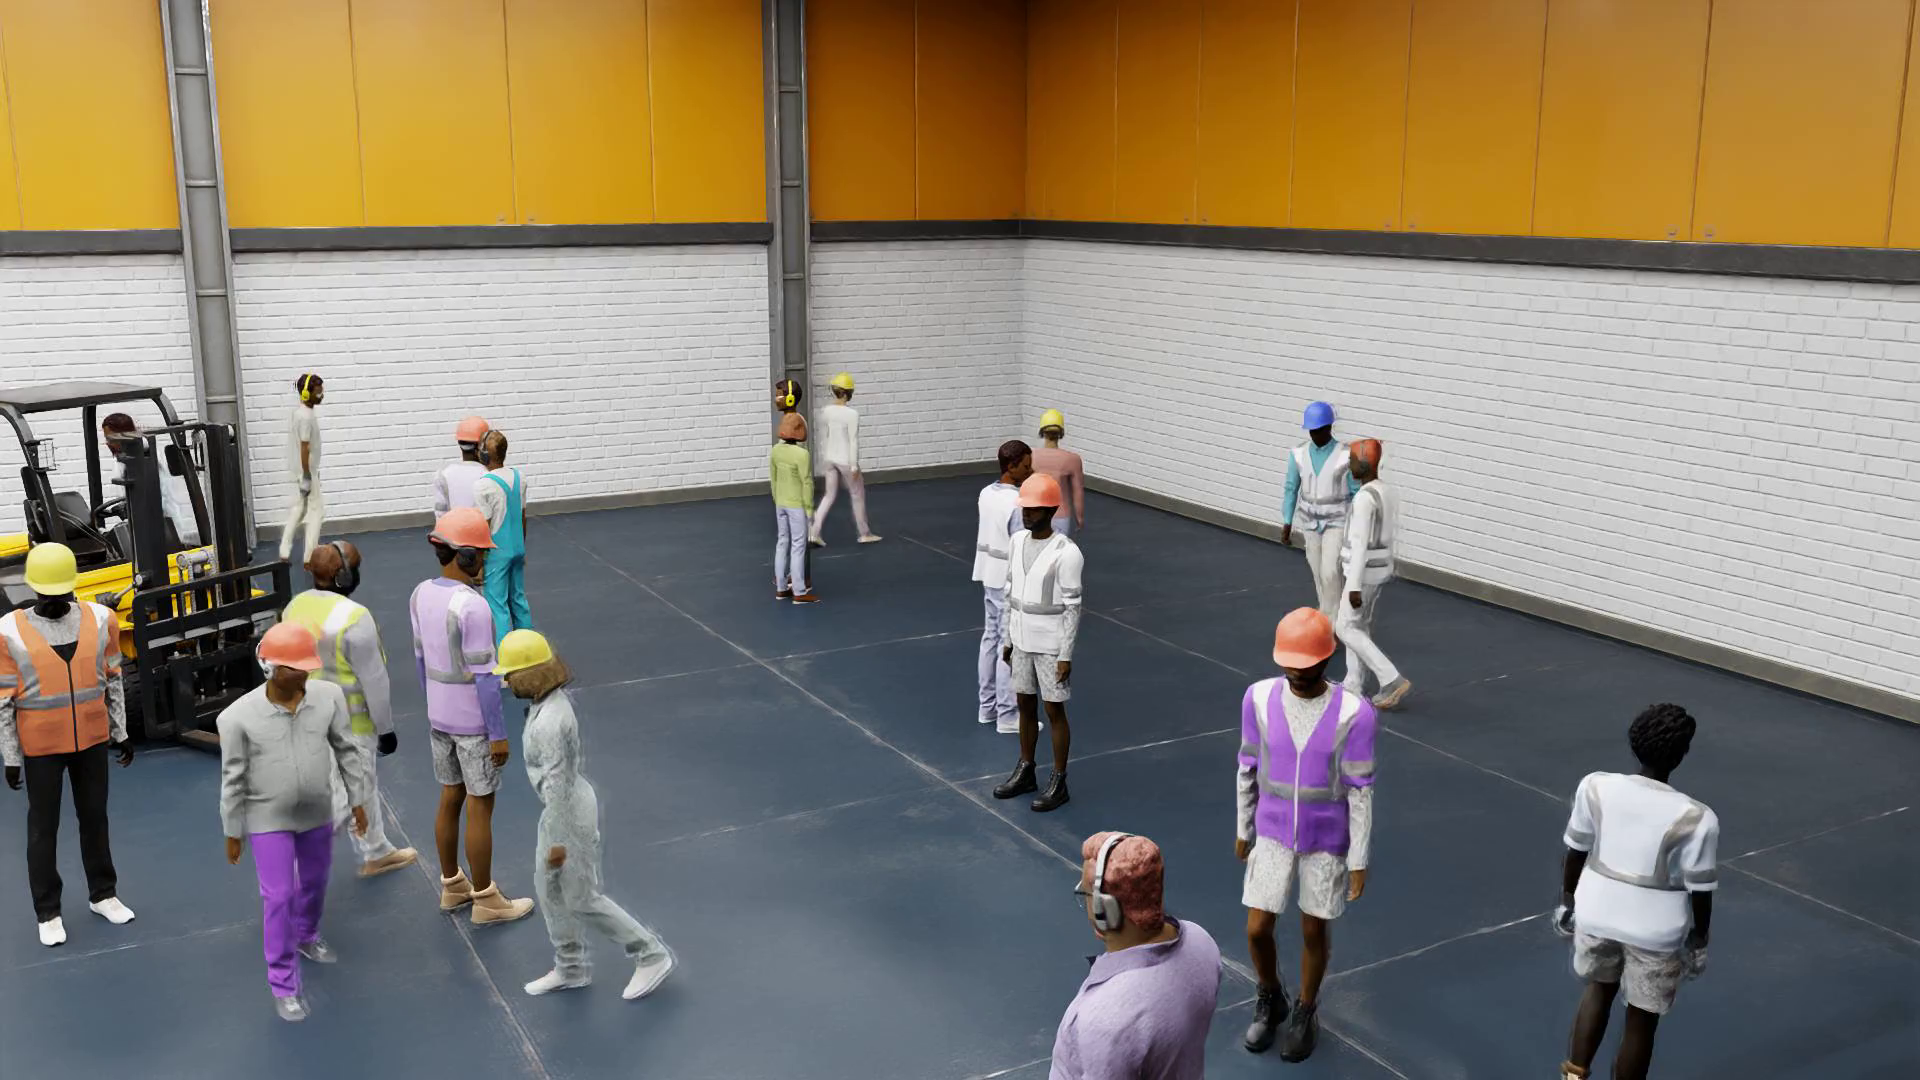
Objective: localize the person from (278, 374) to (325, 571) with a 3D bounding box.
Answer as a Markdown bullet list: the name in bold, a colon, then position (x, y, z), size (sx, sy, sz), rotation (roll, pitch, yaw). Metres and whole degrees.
- **person**: position (-6.099, -0.610, 15.322), size (0.564, 1.839, 0.594), rotation (-7, 14, -29)

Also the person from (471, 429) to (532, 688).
- **person**: position (-3.269, 0.130, 11.813), size (0.345, 1.846, 0.508), rotation (5, 13, 23)

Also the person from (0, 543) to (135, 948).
- **person**: position (-4.208, 0.941, 7.851), size (0.399, 1.913, 0.589), rotation (11, 16, 41)

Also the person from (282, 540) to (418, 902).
- **person**: position (-3.124, 0.904, 8.268), size (0.629, 1.813, 0.830), rotation (10, 15, 38)

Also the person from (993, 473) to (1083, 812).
- **person**: position (0.443, 0.577, 9.490), size (0.354, 1.942, 0.545), rotation (-11, 17, -43)

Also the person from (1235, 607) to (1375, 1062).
- **person**: position (1.365, 1.192, 6.671), size (0.569, 1.914, 0.477), rotation (5, 13, 23)

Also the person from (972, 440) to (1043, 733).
- **person**: position (0.294, 0.301, 10.851), size (0.386, 1.914, 0.590), rotation (-5, 13, -24)

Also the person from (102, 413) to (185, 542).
- **person**: position (-6.006, -0.037, 12.543), size (0.665, 1.873, 0.606), rotation (9, 15, 35)

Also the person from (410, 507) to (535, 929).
- **person**: position (-2.356, 0.847, 8.001), size (0.605, 2.038, 0.387), rotation (11, 16, 41)

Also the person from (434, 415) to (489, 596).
- **person**: position (-3.440, 0.071, 11.880), size (0.551, 1.933, 0.378), rotation (1, 12, 5)

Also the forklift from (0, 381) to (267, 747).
- **forklift**: position (-5.853, 0.085, 11.199), size (2.313, 2.155, 1.214), rotation (7, 14, 28)

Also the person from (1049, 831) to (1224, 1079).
- **person**: position (0.430, 1.680, 4.420), size (0.406, 1.902, 0.637), rotation (7, 14, 29)

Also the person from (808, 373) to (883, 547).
- **person**: position (-1.161, -0.784, 16.371), size (0.539, 1.733, 0.814), rotation (11, 16, 43)

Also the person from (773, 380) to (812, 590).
- **person**: position (-1.478, -0.473, 14.579), size (0.327, 1.874, 0.520), rotation (-3, 12, -12)

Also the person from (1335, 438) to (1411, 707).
- **person**: position (2.779, 0.241, 11.245), size (0.565, 1.872, 0.604), rotation (7, 14, 31)

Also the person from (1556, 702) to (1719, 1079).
- **person**: position (2.476, 1.420, 6.121), size (0.572, 1.684, 0.352), rotation (11, 17, 43)

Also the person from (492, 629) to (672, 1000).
- **person**: position (-1.644, 1.186, 7.232), size (0.685, 1.693, 0.539), rotation (-4, 13, -18)

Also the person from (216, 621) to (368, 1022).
- **person**: position (-2.947, 1.166, 7.306), size (0.604, 1.730, 0.705), rotation (-11, 16, -42)

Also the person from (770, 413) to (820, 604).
- **person**: position (-1.414, -0.274, 14.216), size (0.292, 1.628, 0.512), rotation (-11, 16, -43)

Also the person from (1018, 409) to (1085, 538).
- **person**: position (0.740, -0.205, 13.612), size (0.557, 1.734, 0.758), rotation (1, 12, 4)

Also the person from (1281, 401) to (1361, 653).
- **person**: position (2.774, -0.110, 12.768), size (0.616, 1.912, 0.691), rotation (11, 16, 42)
